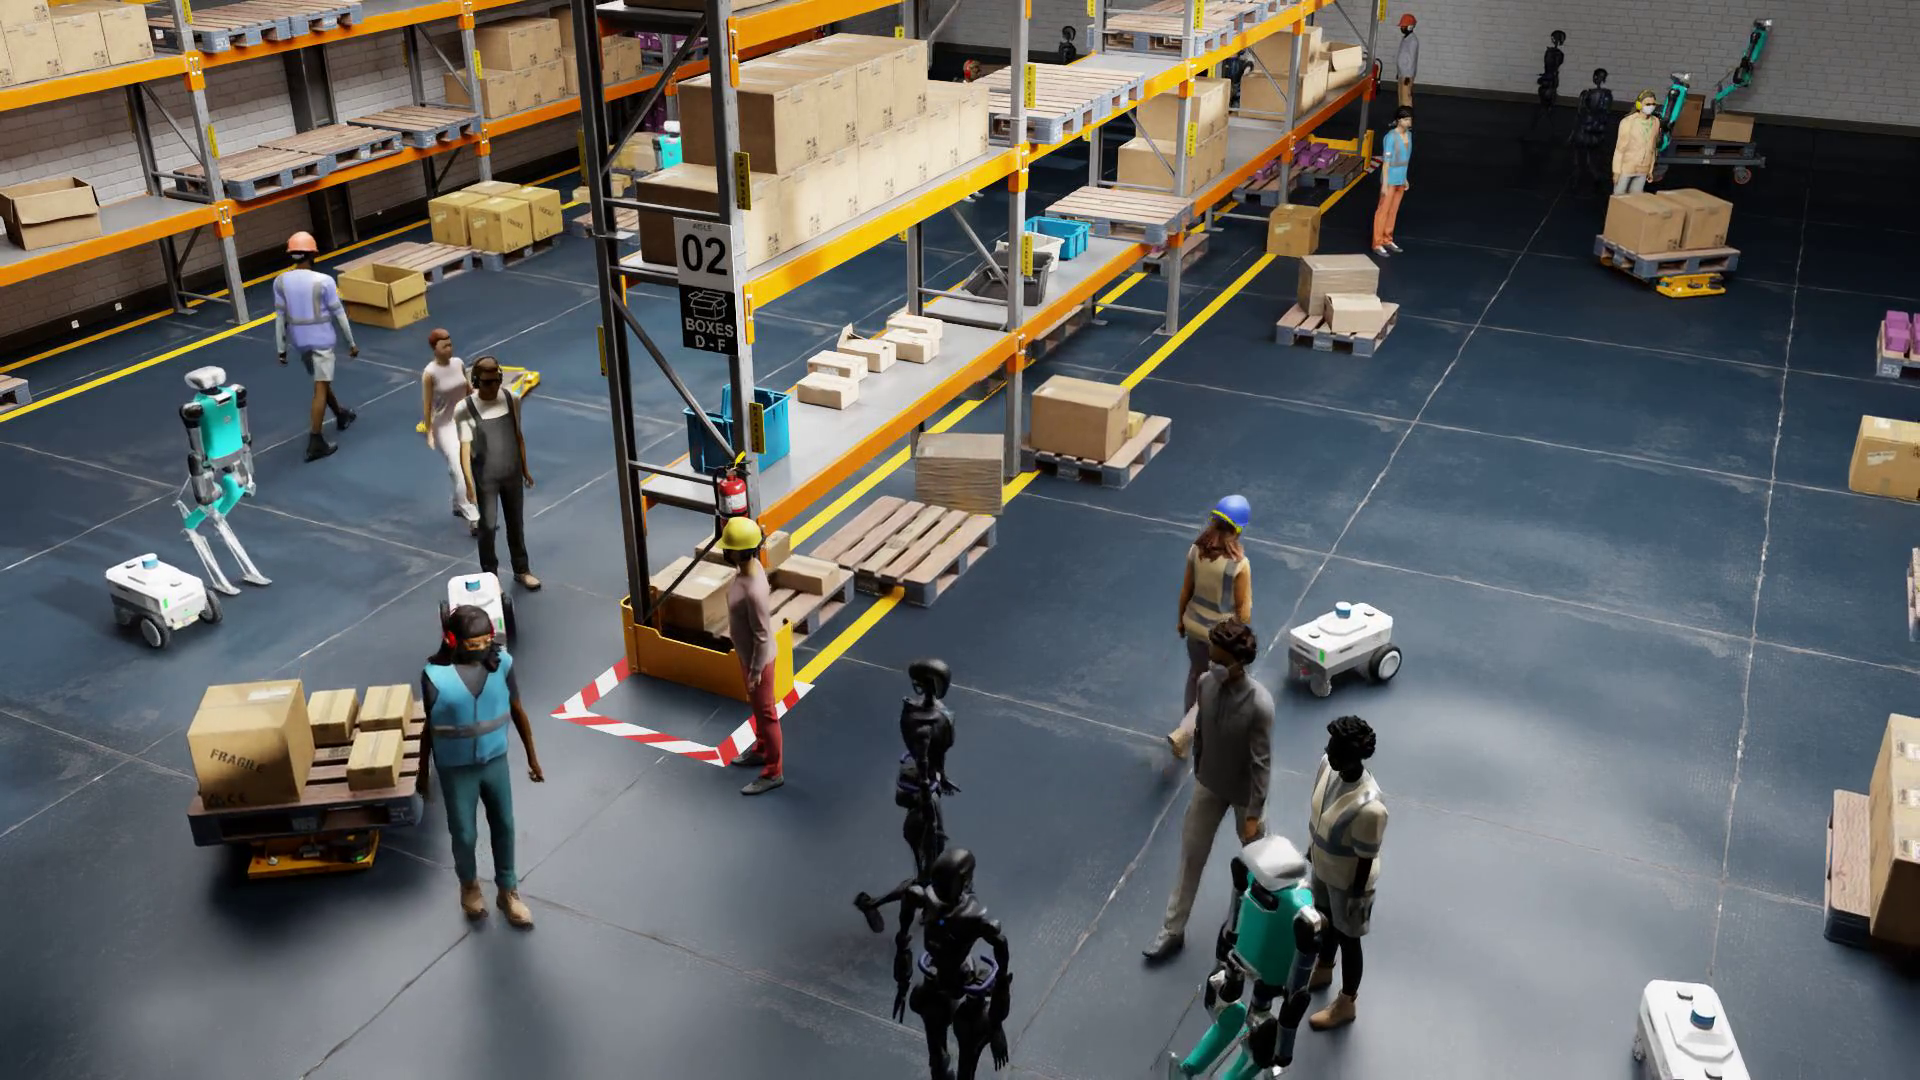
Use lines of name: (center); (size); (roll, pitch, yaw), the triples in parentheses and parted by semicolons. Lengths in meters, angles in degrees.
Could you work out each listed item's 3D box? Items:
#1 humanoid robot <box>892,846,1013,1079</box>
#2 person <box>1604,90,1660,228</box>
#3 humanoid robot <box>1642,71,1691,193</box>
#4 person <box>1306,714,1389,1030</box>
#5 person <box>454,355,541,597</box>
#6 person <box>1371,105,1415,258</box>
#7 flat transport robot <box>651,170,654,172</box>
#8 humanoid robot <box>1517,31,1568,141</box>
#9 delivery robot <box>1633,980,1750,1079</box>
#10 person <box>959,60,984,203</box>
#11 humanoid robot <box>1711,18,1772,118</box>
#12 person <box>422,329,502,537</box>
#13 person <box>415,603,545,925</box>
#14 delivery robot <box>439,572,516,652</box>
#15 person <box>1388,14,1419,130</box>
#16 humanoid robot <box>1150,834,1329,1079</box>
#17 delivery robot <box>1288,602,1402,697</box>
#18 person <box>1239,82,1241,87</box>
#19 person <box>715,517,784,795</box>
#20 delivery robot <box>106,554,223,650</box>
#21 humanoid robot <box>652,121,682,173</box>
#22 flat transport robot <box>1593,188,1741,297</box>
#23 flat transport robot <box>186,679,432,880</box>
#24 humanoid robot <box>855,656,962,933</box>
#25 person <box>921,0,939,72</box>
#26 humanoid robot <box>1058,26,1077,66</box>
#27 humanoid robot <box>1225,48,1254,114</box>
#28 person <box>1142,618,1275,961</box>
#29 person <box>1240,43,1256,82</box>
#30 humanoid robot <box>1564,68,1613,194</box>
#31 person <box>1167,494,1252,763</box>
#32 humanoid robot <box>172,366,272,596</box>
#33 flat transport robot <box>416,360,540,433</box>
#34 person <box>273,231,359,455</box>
humanoid robot: (-0.024, 1.979, 7.189); (0.595, 1.644, 0.343); (14, 30, 27)
person: (8.059, -4.448, 19.956); (0.553, 1.877, 0.403); (-7, 27, -13)
humanoid robot: (9.031, -5.216, 21.774); (0.749, 1.867, 0.541); (19, 32, 33)
person: (1.826, 1.573, 7.995); (0.320, 1.691, 0.532); (-7, 27, -14)
person: (-3.315, -0.455, 11.922); (0.513, 1.842, 0.326); (-22, 34, -37)
person: (5.147, -4.251, 19.679); (0.488, 1.764, 0.327); (-23, 34, -38)
flat transport robot: (-3.618, -5.060, 22.998); (0.659, 0.231, 1.431); (20, 33, 35)
humanoid robot: (8.897, -6.835, 25.054); (0.794, 1.620, 0.609); (1, 26, 2)
delivery robot: (3.359, 2.396, 7.625); (0.499, 0.603, 0.803); (4, 27, 7)
person: (0.091, -5.394, 21.910); (0.379, 1.836, 0.561); (11, 28, 20)
humanoid robot: (11.863, -7.112, 25.481); (0.784, 1.764, 0.530); (23, 35, 39)
person: (-3.856, -0.840, 12.923); (0.684, 1.631, 0.472); (14, 30, 26)
person: (-2.516, 1.170, 8.629); (0.600, 1.857, 0.562); (-18, 32, -32)
delivery robot: (-3.312, 0.517, 11.409); (0.499, 0.592, 0.774); (-8, 27, -16)
person: (6.879, -7.255, 25.774); (0.366, 1.740, 0.562); (-2, 26, -3)
humanoid robot: (1.087, 2.083, 6.957); (0.679, 1.825, 0.547); (-13, 29, -25)
delivery robot: (2.545, 0.695, 11.074); (0.785, 0.614, 0.516); (-17, 31, -31)
person: (5.183, -8.496, 28.131); (0.976, 1.884, 0.538); (8, 27, 16)
person: (-1.228, 0.667, 9.741); (0.313, 1.769, 0.524); (-7, 27, -14)
delivery robot: (-5.615, 0.399, 11.672); (0.815, 0.614, 0.499); (16, 30, 28)
humanoid robot: (-3.179, -4.033, 19.313); (0.549, 1.752, 1.037); (7, 27, 15)
flat transport robot: (8.013, -3.075, 18.989); (0.659, 0.231, 1.431); (-6, 27, -12)
flat transport robot: (-3.714, 1.476, 9.797); (0.659, 0.231, 1.431); (-4, 27, -9)
humanoid robot: (-0.257, 1.316, 8.547); (0.556, 1.644, 0.585); (2, 26, 3)
person: (-0.685, -9.294, 29.836); (0.747, 1.793, 0.538); (23, 34, 38)
humanoid robot: (1.634, -6.963, 25.266); (0.449, 1.645, 0.608); (5, 27, 10)
humanoid robot: (3.992, -6.444, 24.270); (0.609, 1.650, 0.597); (13, 29, 24)
person: (1.369, 1.247, 8.479); (0.543, 1.848, 0.979); (21, 33, 36)
person: (4.590, -7.210, 25.546); (0.834, 1.871, 0.647); (8, 27, 15)
humanoid robot: (8.408, -5.429, 22.161); (0.609, 1.649, 0.462); (-8, 28, -16)
person: (1.478, 0.565, 9.977); (0.573, 1.735, 0.489); (-23, 34, -38)
humanoid robot: (-5.413, -0.431, 11.953); (0.683, 1.759, 0.534); (11, 28, 21)
flat transport robot: (-4.464, -1.326, 15.456); (0.659, 0.231, 1.431); (3, 26, 6)
person: (-5.610, -1.717, 14.451); (0.597, 1.873, 1.024); (4, 27, 8)
